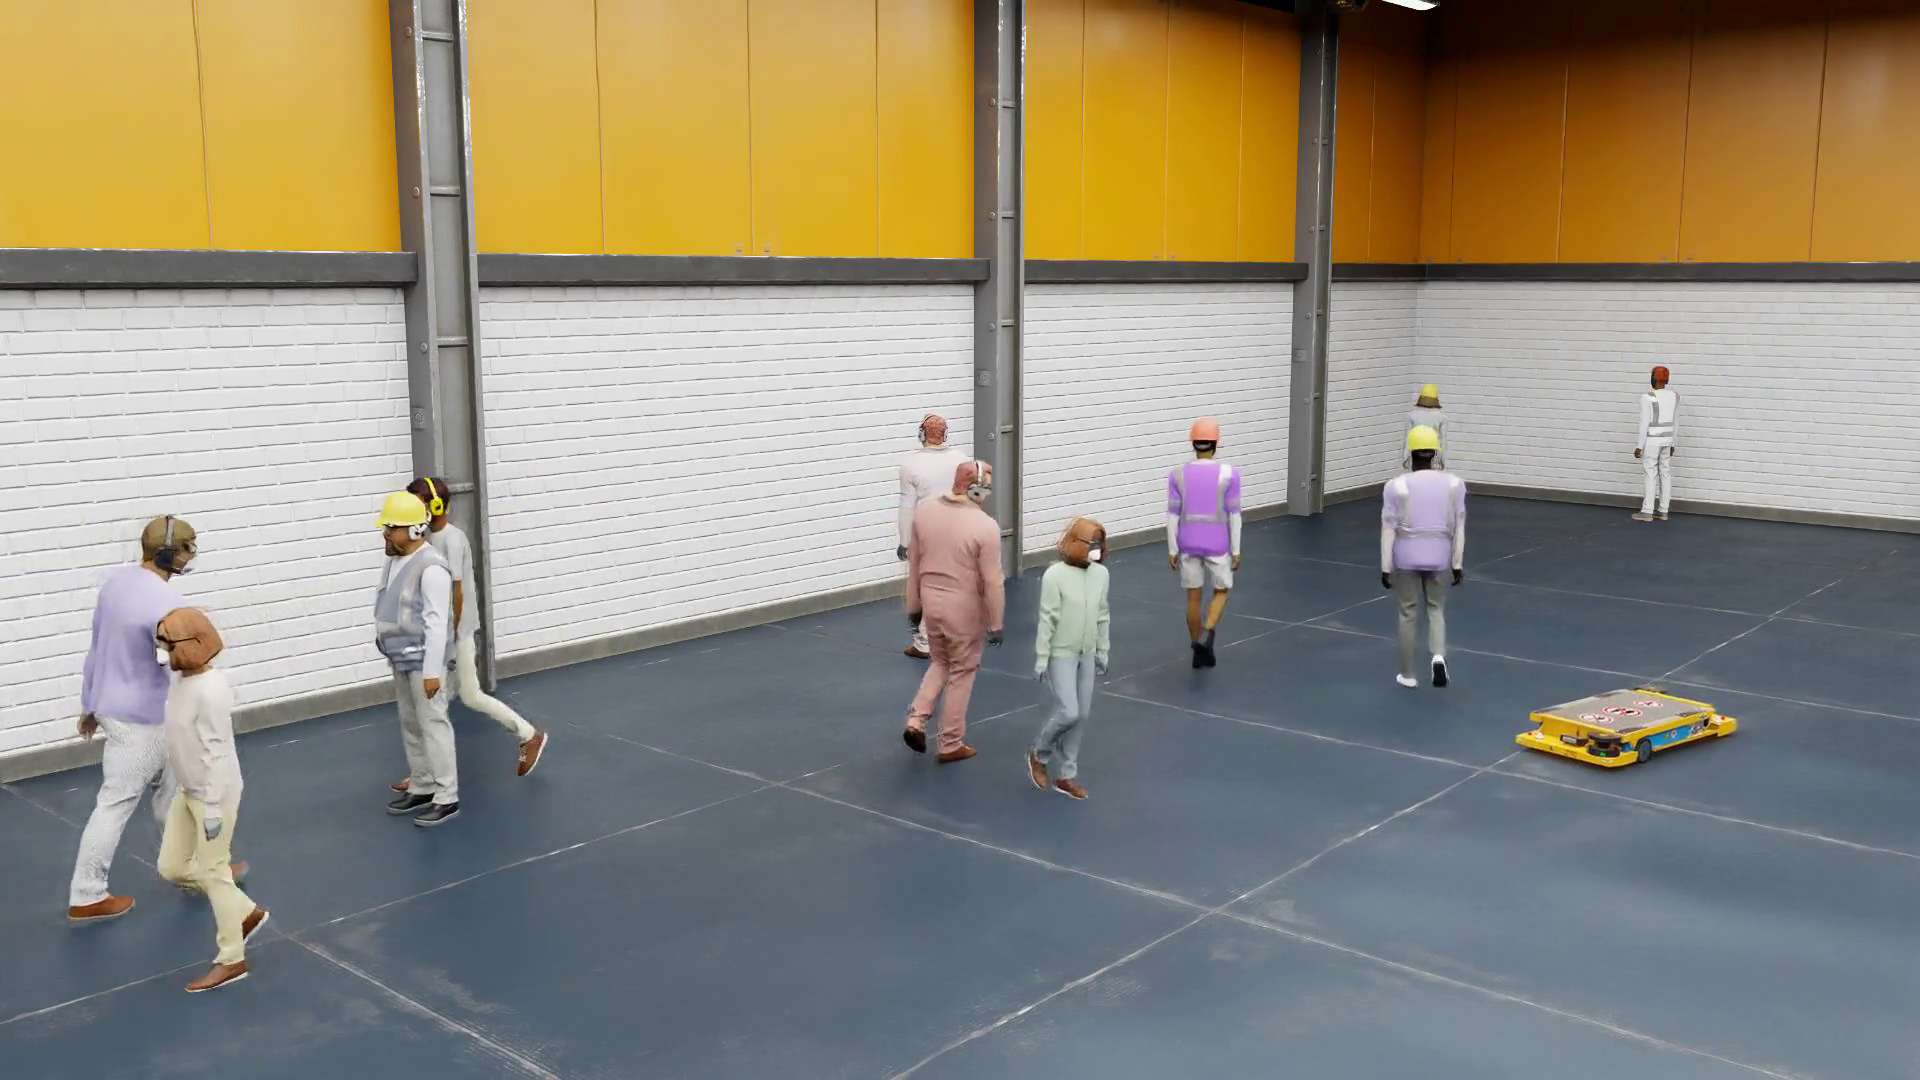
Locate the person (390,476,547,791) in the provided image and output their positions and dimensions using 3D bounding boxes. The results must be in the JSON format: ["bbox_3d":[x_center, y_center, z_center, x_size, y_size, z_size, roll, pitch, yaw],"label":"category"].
[{"bbox_3d":[-2.873,0.533,9.684,0.858,1.834,0.564,-6,11,-34],"label":"person"}]

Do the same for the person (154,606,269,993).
[{"bbox_3d":[-3.156,1.074,6.943,0.506,1.622,0.373,8,12,43],"label":"person"}]

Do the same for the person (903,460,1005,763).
[{"bbox_3d":[-0.023,0.446,10.066,0.688,1.880,0.434,7,11,38],"label":"person"}]

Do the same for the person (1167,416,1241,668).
[{"bbox_3d":[1.823,0.037,12.477,0.561,1.927,0.522,3,10,20],"label":"person"}]

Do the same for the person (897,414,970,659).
[{"bbox_3d":[-0.208,-0.028,12.956,0.639,1.909,0.409,-5,10,-27],"label":"person"}]

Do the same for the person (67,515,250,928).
[{"bbox_3d":[-3.749,0.822,7.731,0.941,1.869,0.641,-9,13,-44],"label":"person"}]

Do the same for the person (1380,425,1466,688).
[{"bbox_3d":[3.292,0.139,11.861,0.603,1.915,0.512,0,9,0],"label":"person"}]

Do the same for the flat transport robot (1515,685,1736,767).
[{"bbox_3d":[4.245,1.167,10.571,1.431,0.197,0.652,-7,11,-36],"label":"flat transport robot"}]

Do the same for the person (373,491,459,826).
[{"bbox_3d":[-2.962,0.637,9.059,0.403,1.824,0.596,-8,12,-40],"label":"person"}]

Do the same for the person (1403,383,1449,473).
[{"bbox_3d":[5.418,-0.960,19.357,0.496,1.725,0.440,2,9,11],"label":"person"}]

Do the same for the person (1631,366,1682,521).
[{"bbox_3d":[8.445,-1.166,20.175,0.574,1.882,0.356,-3,10,-20],"label":"person"}]

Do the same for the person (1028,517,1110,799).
[{"bbox_3d":[0.648,0.668,9.459,0.524,1.613,0.356,-8,12,-39],"label":"person"}]
